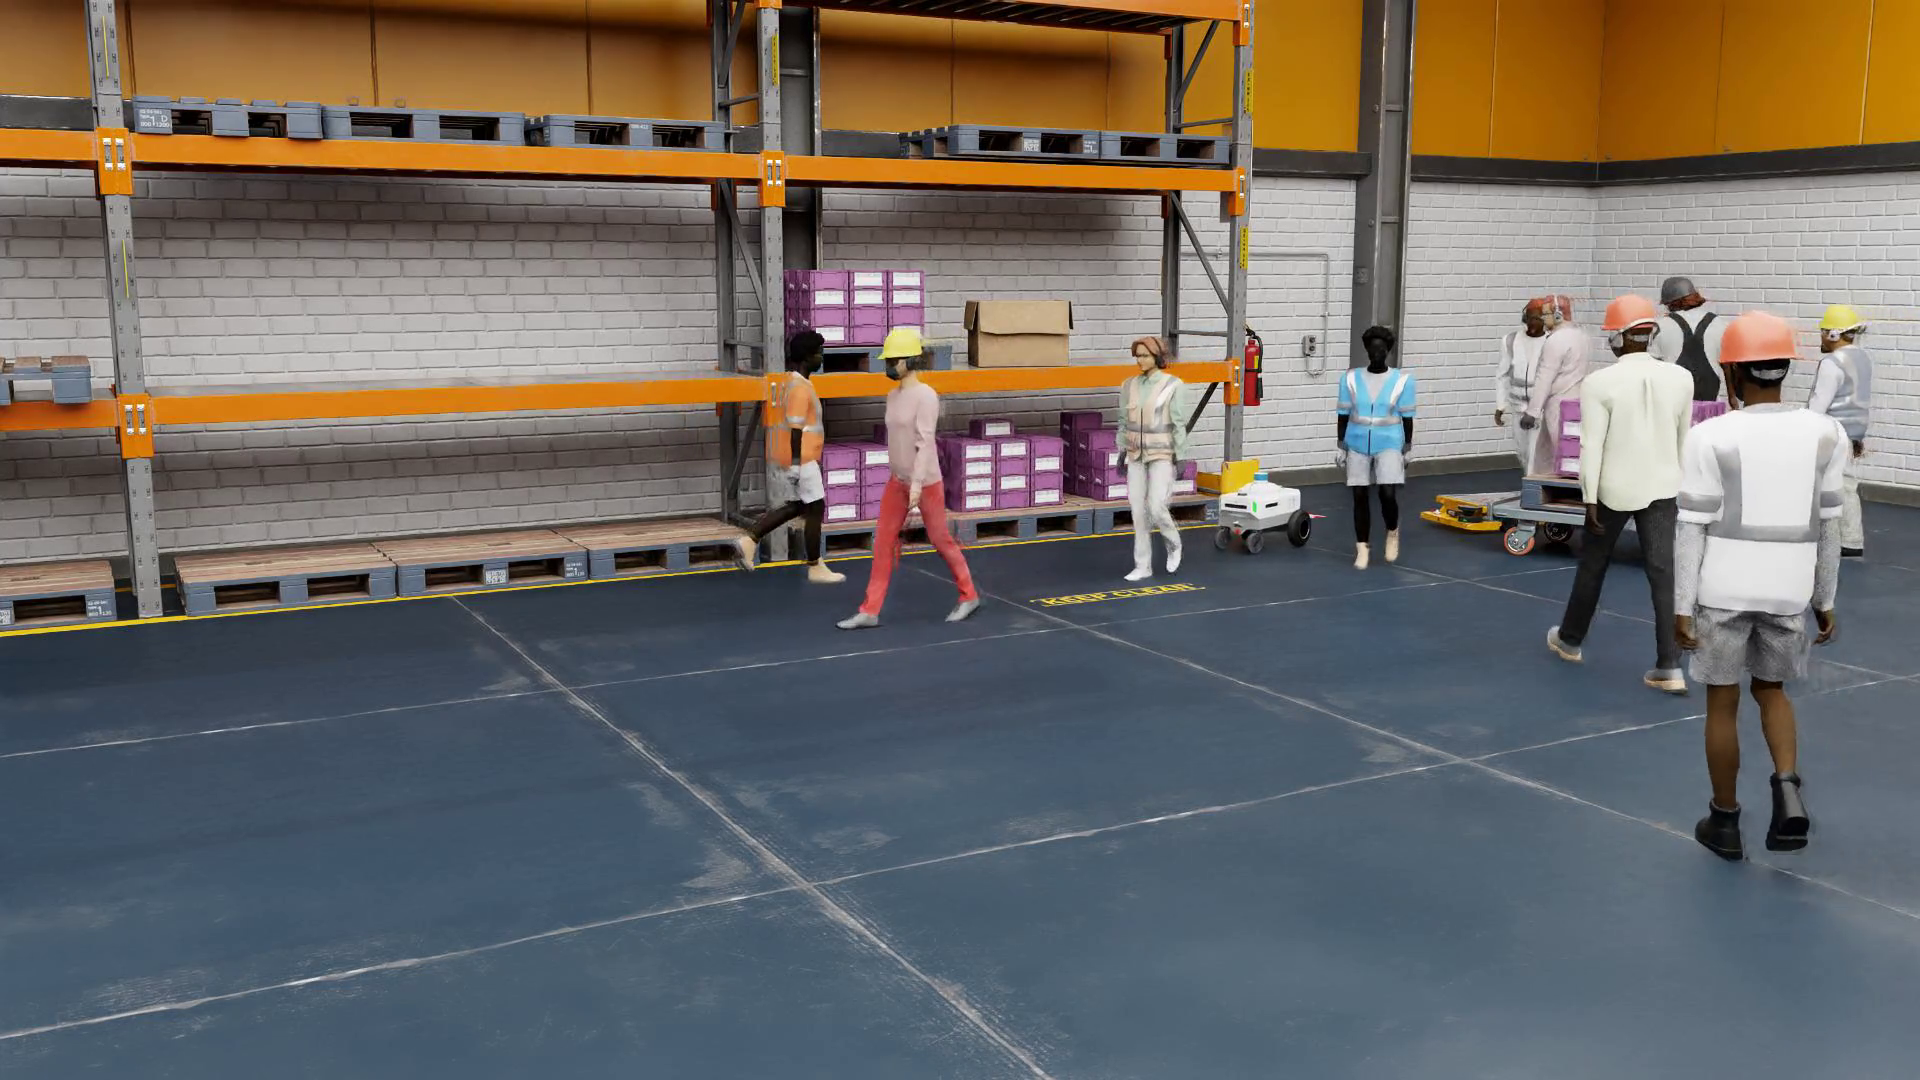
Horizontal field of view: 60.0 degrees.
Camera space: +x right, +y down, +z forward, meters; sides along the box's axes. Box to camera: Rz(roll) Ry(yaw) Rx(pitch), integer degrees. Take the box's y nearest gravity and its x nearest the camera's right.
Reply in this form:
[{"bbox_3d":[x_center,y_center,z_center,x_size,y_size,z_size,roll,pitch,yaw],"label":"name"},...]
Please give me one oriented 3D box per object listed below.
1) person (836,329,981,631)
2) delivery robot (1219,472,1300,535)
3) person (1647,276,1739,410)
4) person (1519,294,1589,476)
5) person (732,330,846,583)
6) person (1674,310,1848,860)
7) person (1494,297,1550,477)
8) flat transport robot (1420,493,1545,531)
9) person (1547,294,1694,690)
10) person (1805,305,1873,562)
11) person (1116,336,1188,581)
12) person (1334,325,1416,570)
[{"bbox_3d":[-0.257,-0.346,9.559,0.900,1.725,0.536,-7,11,-36],"label":"person"},{"bbox_3d":[2.211,-0.256,12.262,0.477,0.478,0.707,8,12,39],"label":"delivery robot"},{"bbox_3d":[6.087,-1.203,13.811,0.829,2.000,0.663,2,9,10],"label":"person"},{"bbox_3d":[4.917,-1.045,13.434,0.948,1.868,0.657,6,11,33],"label":"person"},{"bbox_3d":[-1.121,-0.535,10.848,0.662,1.671,0.539,-2,9,-10],"label":"person"},{"bbox_3d":[2.748,0.178,5.746,0.575,1.923,0.475,1,9,3],"label":"person"},{"bbox_3d":[4.866,-1.131,14.013,0.587,1.845,0.876,8,12,39],"label":"person"},{"bbox_3d":[4.499,-0.244,13.345,1.431,0.197,0.652,-3,10,-17],"label":"flat transport robot"},{"bbox_3d":[3.383,-0.256,8.372,0.629,1.941,1.045,-1,9,-3],"label":"person"},{"bbox_3d":[6.127,-0.770,11.900,0.621,1.792,0.872,-9,13,-42],"label":"person"},{"bbox_3d":[1.261,-0.532,10.977,0.533,1.623,0.398,8,12,41],"label":"person"},{"bbox_3d":[2.824,-0.621,11.370,0.532,1.685,0.367,4,10,24],"label":"person"}]
